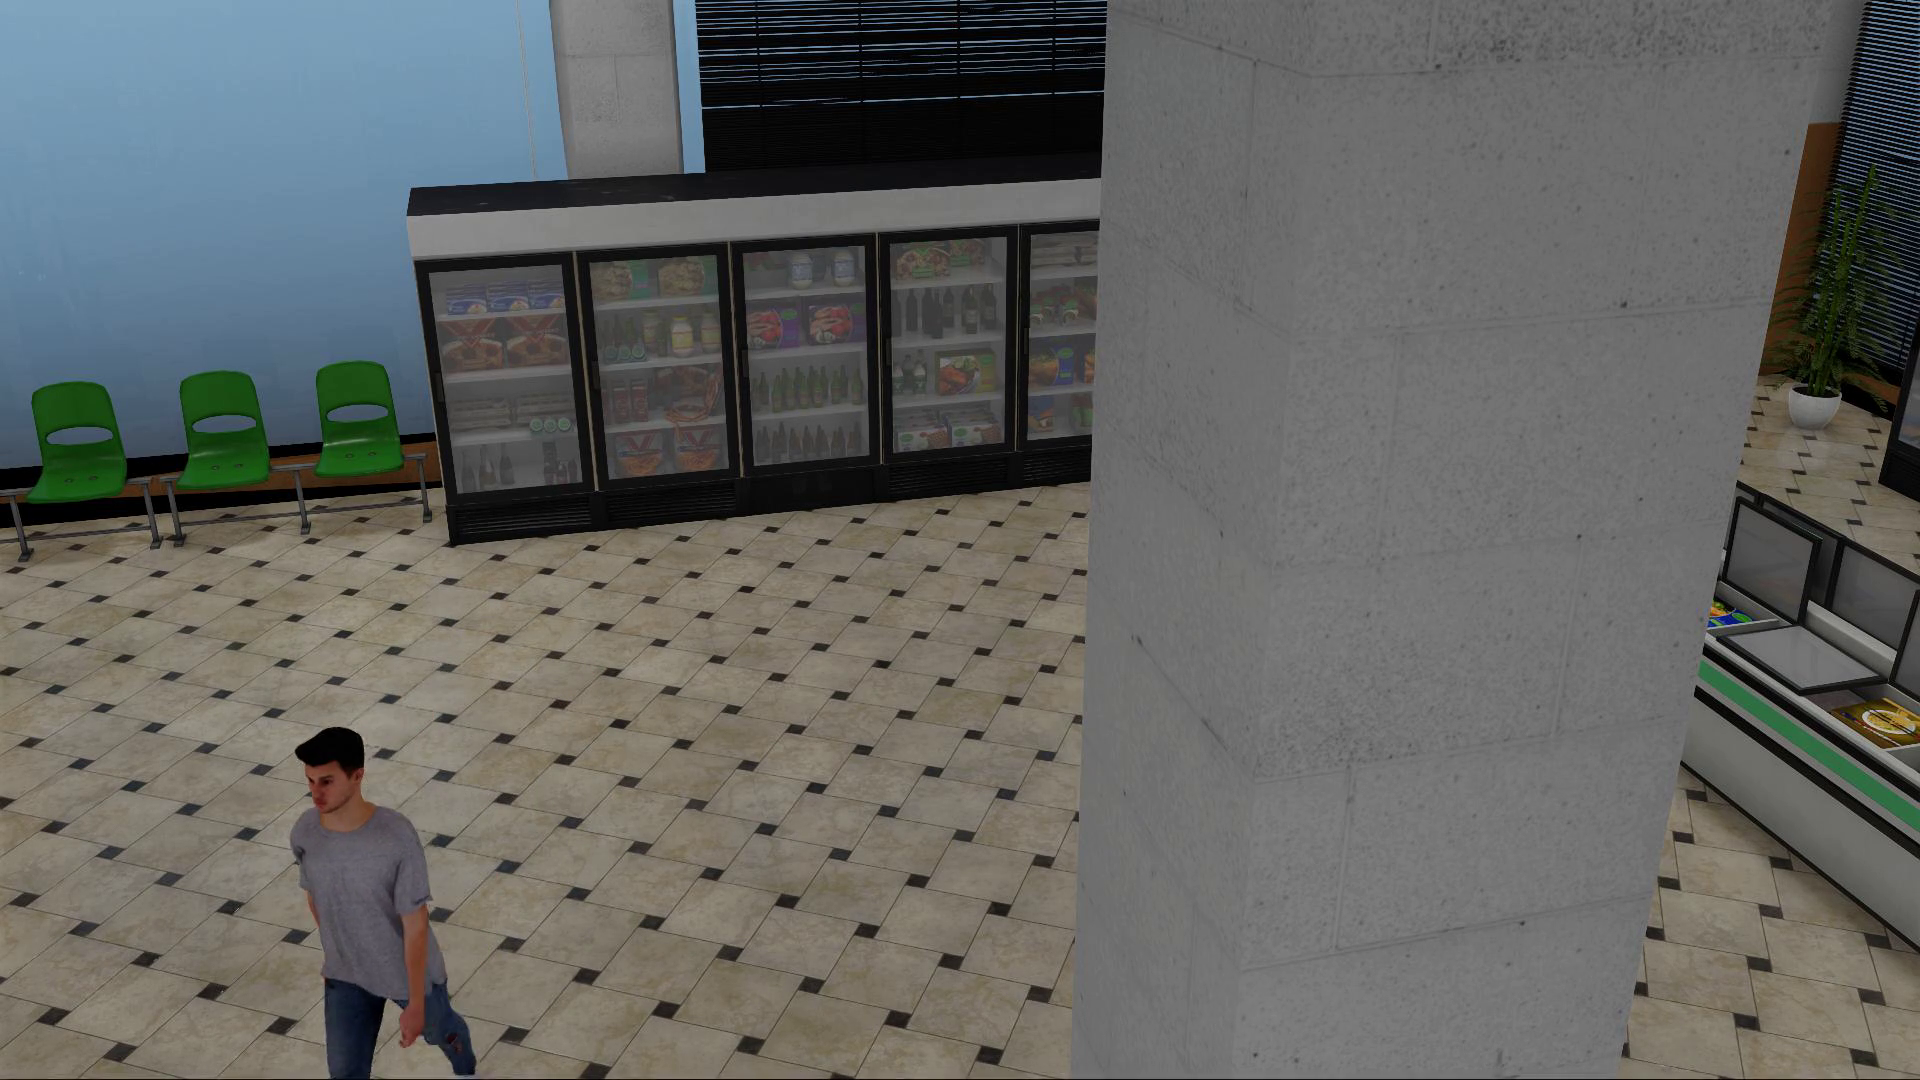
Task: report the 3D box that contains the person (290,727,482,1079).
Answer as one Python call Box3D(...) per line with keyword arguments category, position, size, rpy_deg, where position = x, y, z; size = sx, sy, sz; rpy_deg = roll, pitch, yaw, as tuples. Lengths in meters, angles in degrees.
Box3D(category="person", position=(-2.009, 1.459, 5.963), size=(0.963, 1.849, 1.261), rpy_deg=(2, 24, 5))
